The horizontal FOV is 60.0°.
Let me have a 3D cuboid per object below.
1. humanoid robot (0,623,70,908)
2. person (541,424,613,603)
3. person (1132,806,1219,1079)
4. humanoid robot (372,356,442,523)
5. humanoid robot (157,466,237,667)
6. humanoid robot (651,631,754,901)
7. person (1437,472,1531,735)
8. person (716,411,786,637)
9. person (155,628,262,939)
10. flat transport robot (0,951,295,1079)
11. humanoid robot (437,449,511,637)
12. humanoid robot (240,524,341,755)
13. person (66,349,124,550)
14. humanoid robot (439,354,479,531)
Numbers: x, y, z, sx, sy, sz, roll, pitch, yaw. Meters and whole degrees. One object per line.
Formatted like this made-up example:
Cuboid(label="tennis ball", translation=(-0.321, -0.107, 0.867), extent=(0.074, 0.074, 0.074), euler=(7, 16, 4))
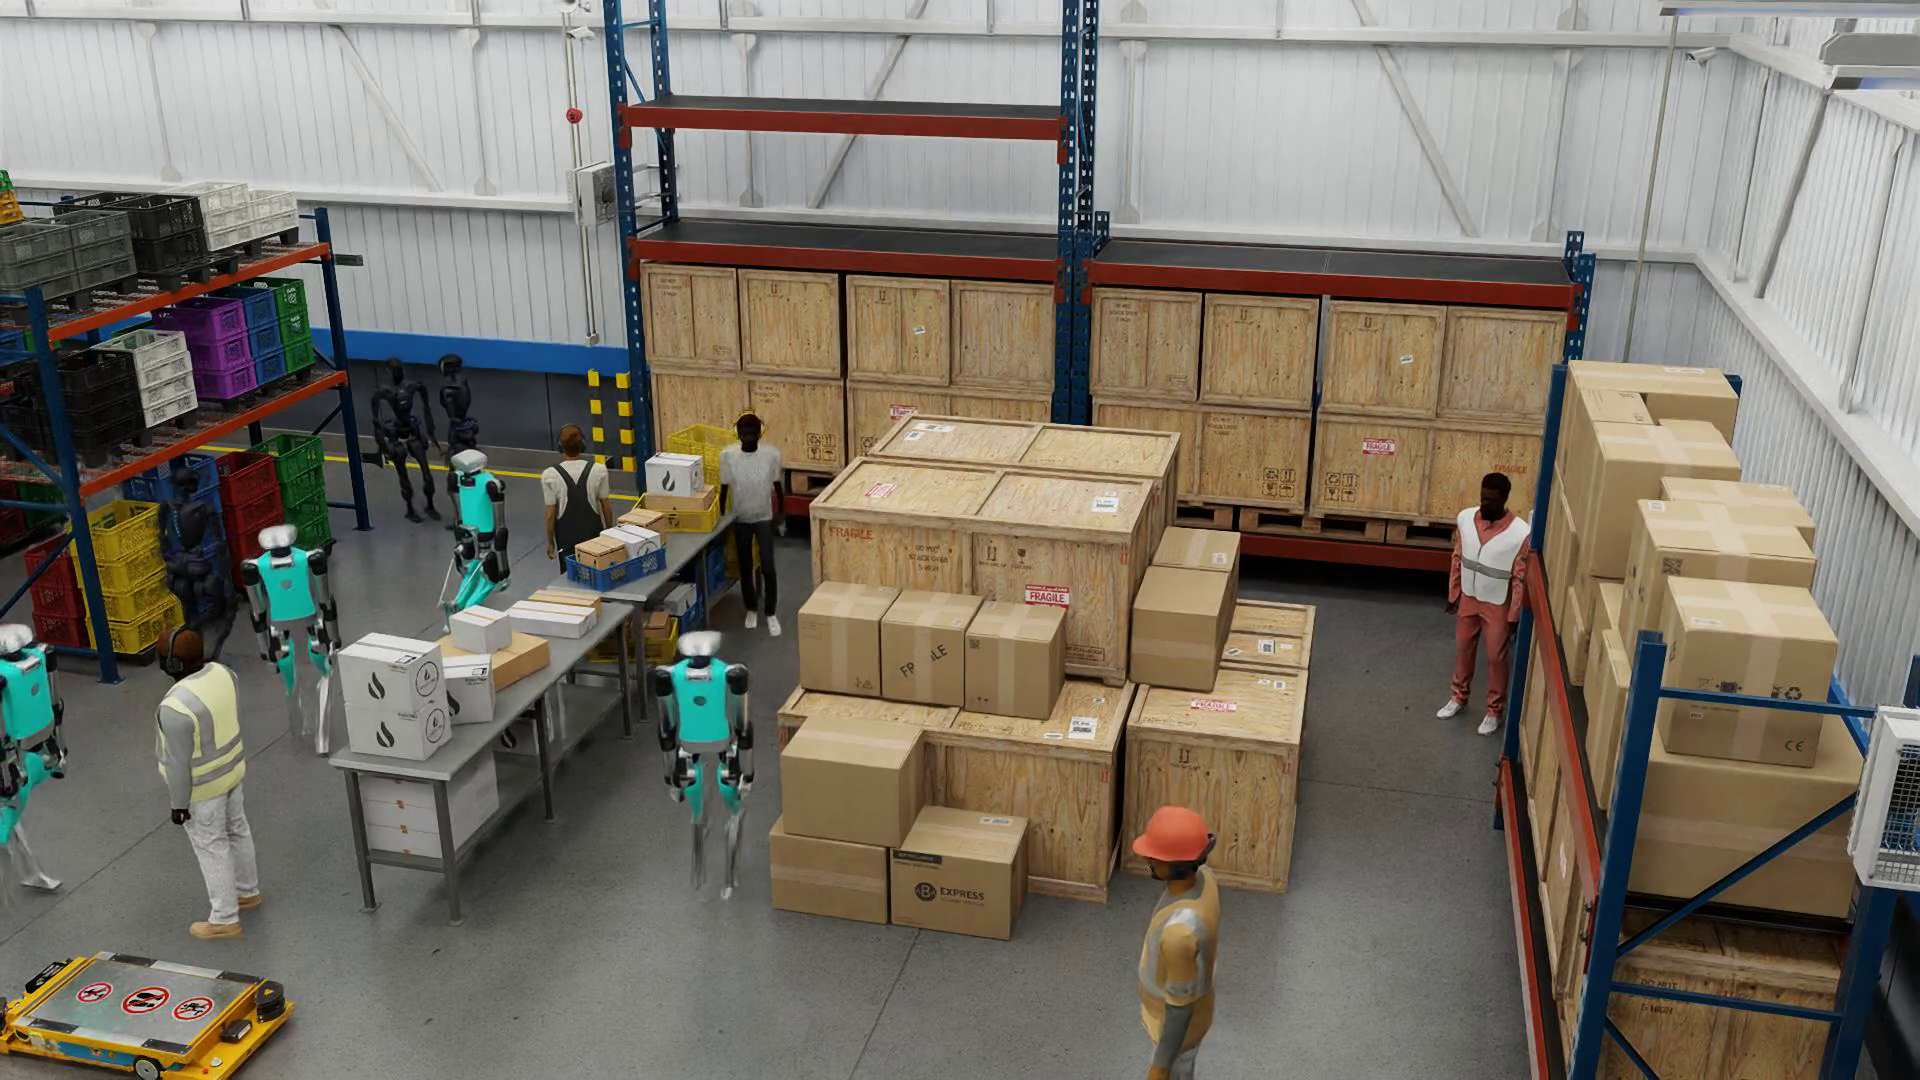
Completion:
Cuboid(label="humanoid robot", translation=(-5.504, 1.356, 9.602), extent=(0.721, 1.900, 0.540), euler=(5, 21, 12))
Cuboid(label="person", translation=(-2.937, -0.008, 12.856), extent=(0.517, 1.844, 0.332), euler=(-8, 22, -19))
Cuboid(label="person", translation=(0.902, 2.056, 7.187), extent=(0.377, 2.041, 0.612), euler=(5, 21, 13))
Cuboid(label="humanoid robot", translation=(-5.178, -0.943, 15.550), extent=(0.593, 1.634, 0.389), euler=(-15, 26, -34))
Cuboid(label="humanoid robot", translation=(-5.724, 0.239, 12.441), extent=(0.592, 1.654, 0.332), euler=(5, 21, 13))
Cuboid(label="humanoid robot", translation=(-1.439, 1.313, 9.640), extent=(0.544, 1.862, 0.647), euler=(0, 21, -1))
Cuboid(label="person", translation=(3.694, 0.422, 11.652), extent=(0.394, 1.910, 0.585), euler=(-17, 27, -38))
Cuboid(label="person", translation=(-1.658, -0.123, 13.162), extent=(0.539, 1.845, 0.640), euler=(-1, 21, -3))
Cuboid(label="person", translation=(-4.232, 1.351, 9.323), extent=(0.430, 1.838, 0.622), euler=(1, 21, 3))
Cuboid(label="flat transport robot", translation=(-4.270, 2.464, 8.601), extent=(1.431, 0.231, 0.659), euler=(5, 22, 13))
Cuboid(label="humanoid robot", translation=(-3.677, 0.235, 12.295), extent=(0.546, 1.749, 0.681), euler=(13, 25, 31))
Cuboid(label="humanoid robot", translation=(-4.469, 0.717, 11.270), extent=(0.546, 1.885, 0.757), euler=(-8, 22, -19))
Cuboid(label="person", translation=(-7.854, -0.811, 14.973), extent=(0.520, 1.838, 0.899), euler=(5, 21, 13))
Cuboid(label="humanoid robot", translation=(-4.656, -0.929, 15.493), extent=(0.312, 1.651, 0.612), euler=(-1, 21, -4))
